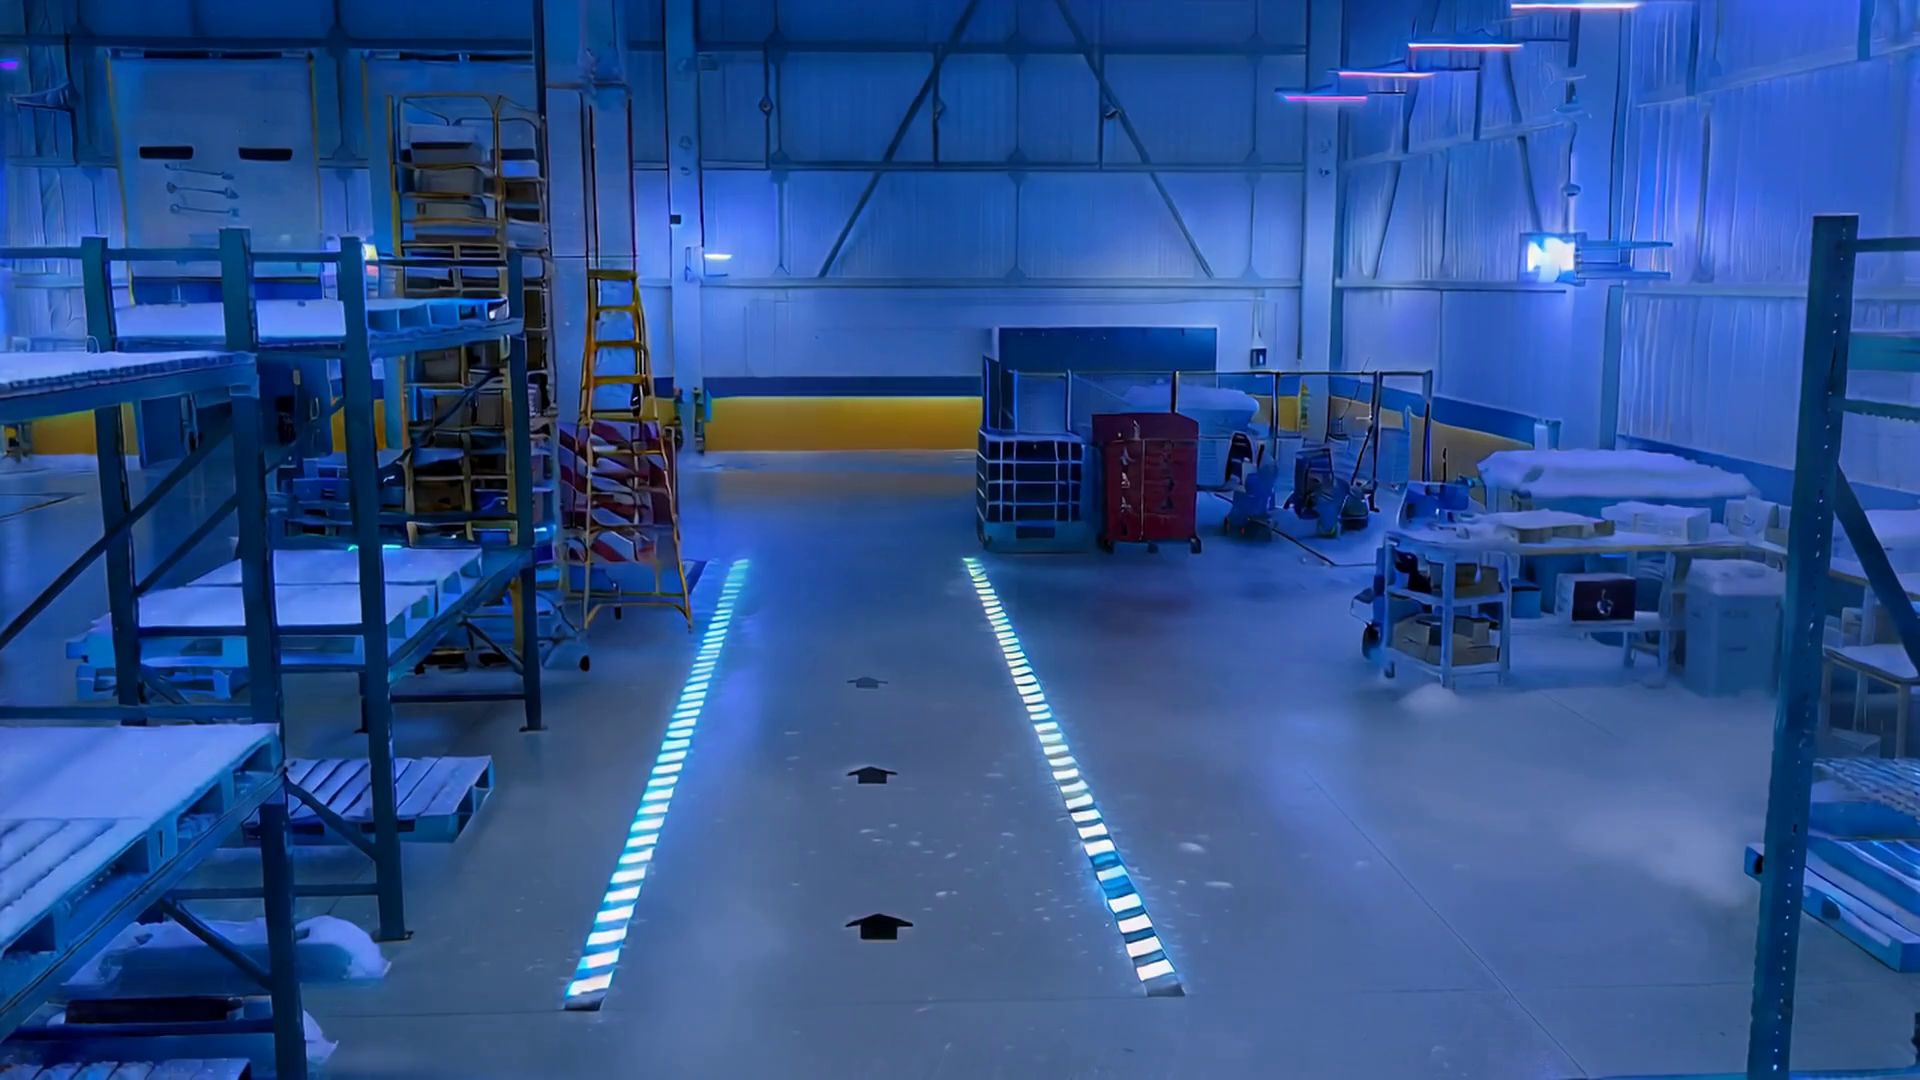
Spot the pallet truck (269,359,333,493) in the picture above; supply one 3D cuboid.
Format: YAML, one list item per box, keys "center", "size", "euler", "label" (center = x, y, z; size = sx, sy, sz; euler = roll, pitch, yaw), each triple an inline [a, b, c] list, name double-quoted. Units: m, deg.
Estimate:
- center: [-7.062, -1.131, 18.996]
  size: [1.885, 1.965, 0.823]
  euler: [2, 9, 13]
  label: "pallet truck"
